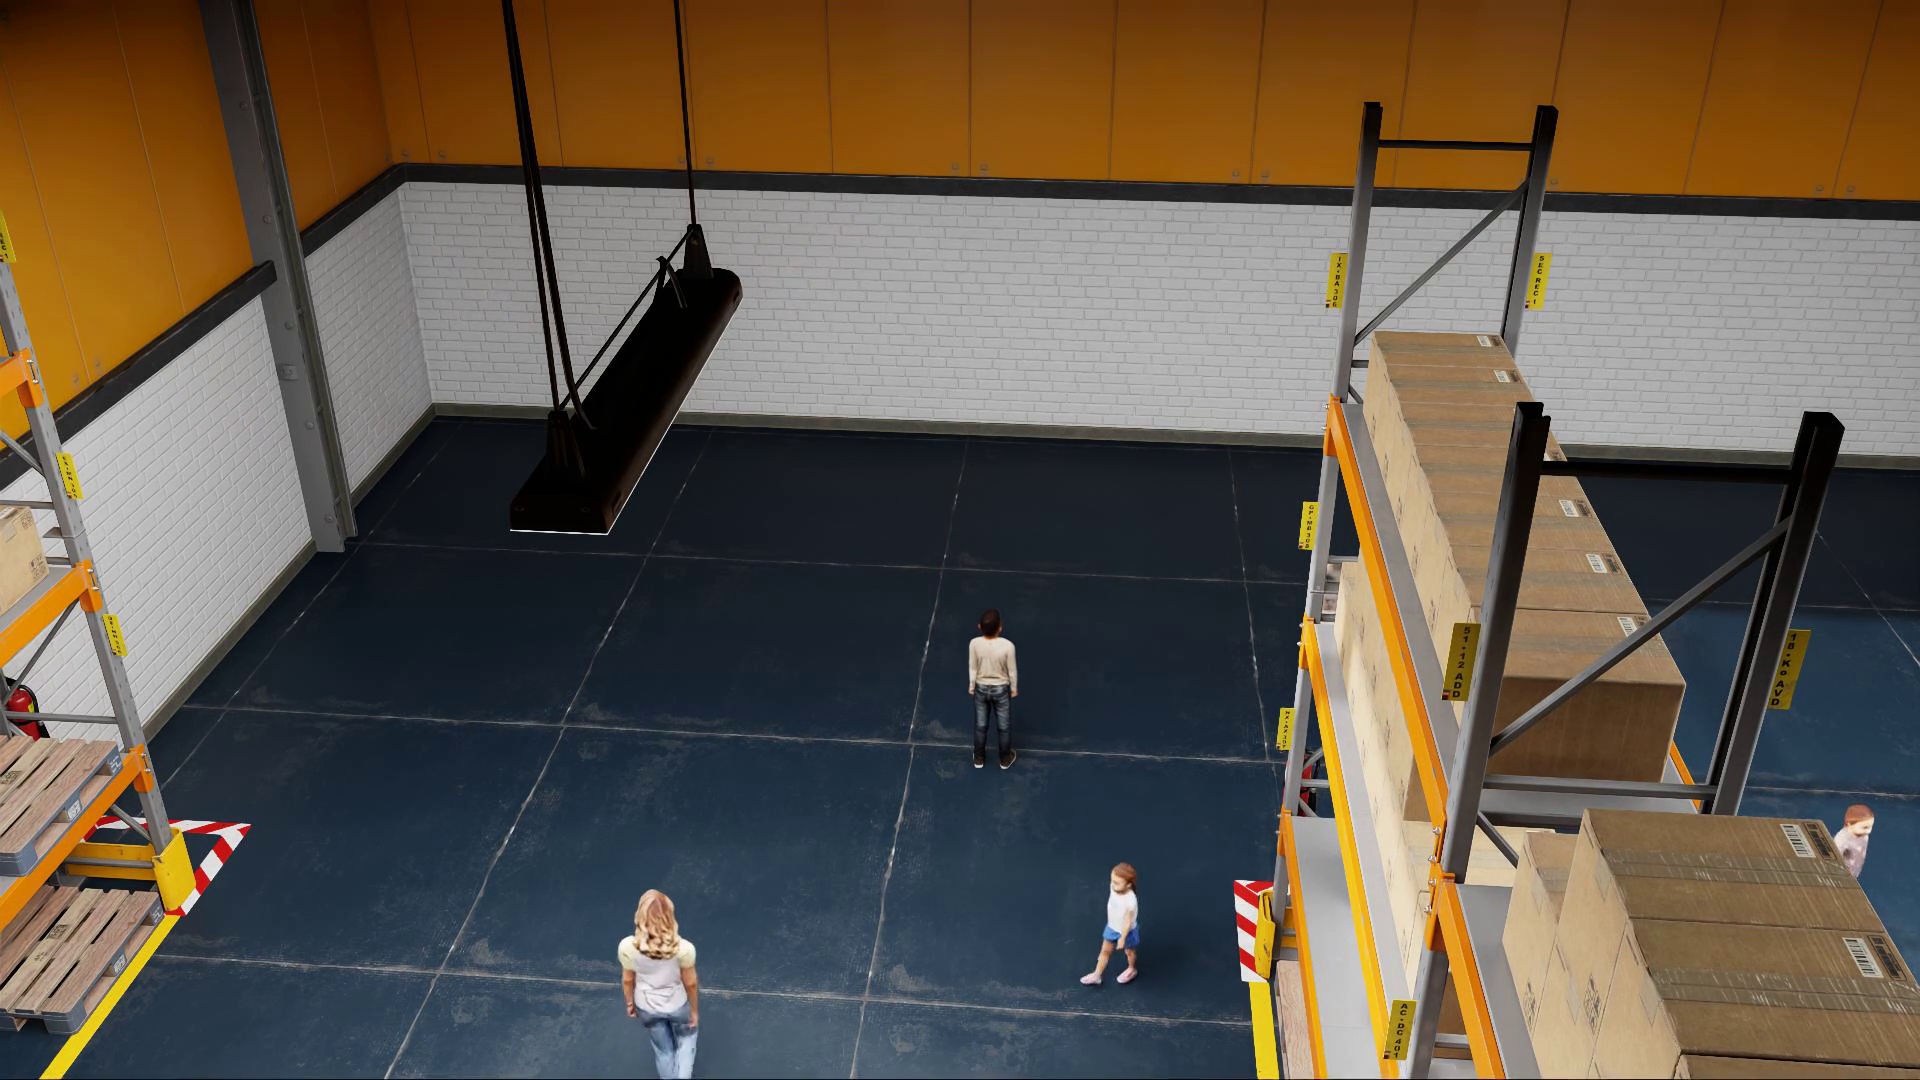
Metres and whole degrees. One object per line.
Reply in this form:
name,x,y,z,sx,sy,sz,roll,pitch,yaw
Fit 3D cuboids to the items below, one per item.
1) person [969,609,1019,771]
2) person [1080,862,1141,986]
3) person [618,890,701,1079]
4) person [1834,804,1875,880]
person,0.257,1.206,13.407,0.564,1.465,0.523,5,29,9
person,1.149,2.608,11.319,0.685,1.004,0.646,-19,34,-30
person,-1.801,2.882,10.075,0.679,1.714,0.727,-2,29,-4
person,6.127,2.316,11.672,0.736,1.179,0.890,-12,31,-21
